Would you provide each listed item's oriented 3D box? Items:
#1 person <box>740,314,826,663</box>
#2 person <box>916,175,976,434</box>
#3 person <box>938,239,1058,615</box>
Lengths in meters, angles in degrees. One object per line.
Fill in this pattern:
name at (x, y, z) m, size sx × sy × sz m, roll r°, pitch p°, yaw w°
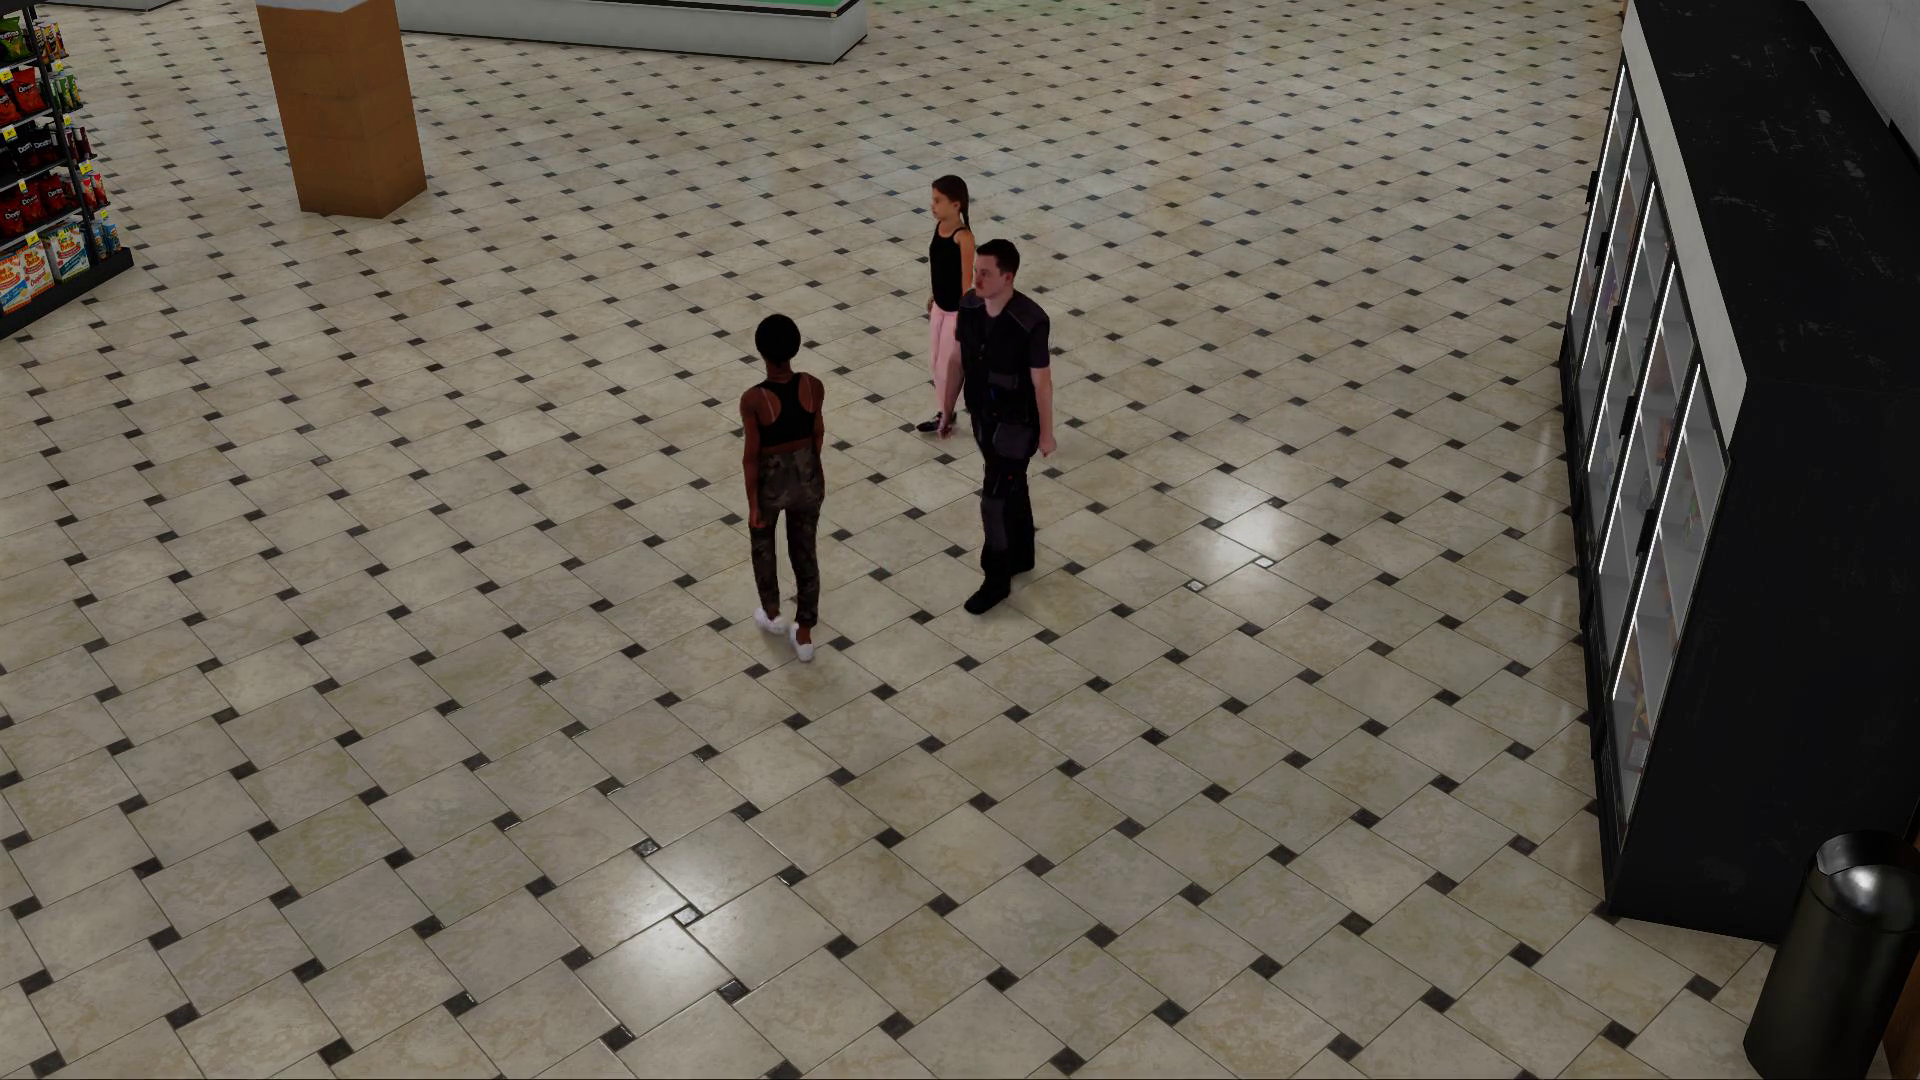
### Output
person at (-0.735, -0.178, 7.450) m, size 0.731 × 1.684 × 0.789 m, roll -13°, pitch 34°, yaw -20°
person at (0.009, -1.308, 9.395) m, size 0.823 × 1.549 × 0.761 m, roll -17°, pitch 36°, yaw -25°
person at (0.281, -0.598, 7.989) m, size 0.979 × 1.829 × 0.924 m, roll -22°, pitch 38°, yaw -31°
